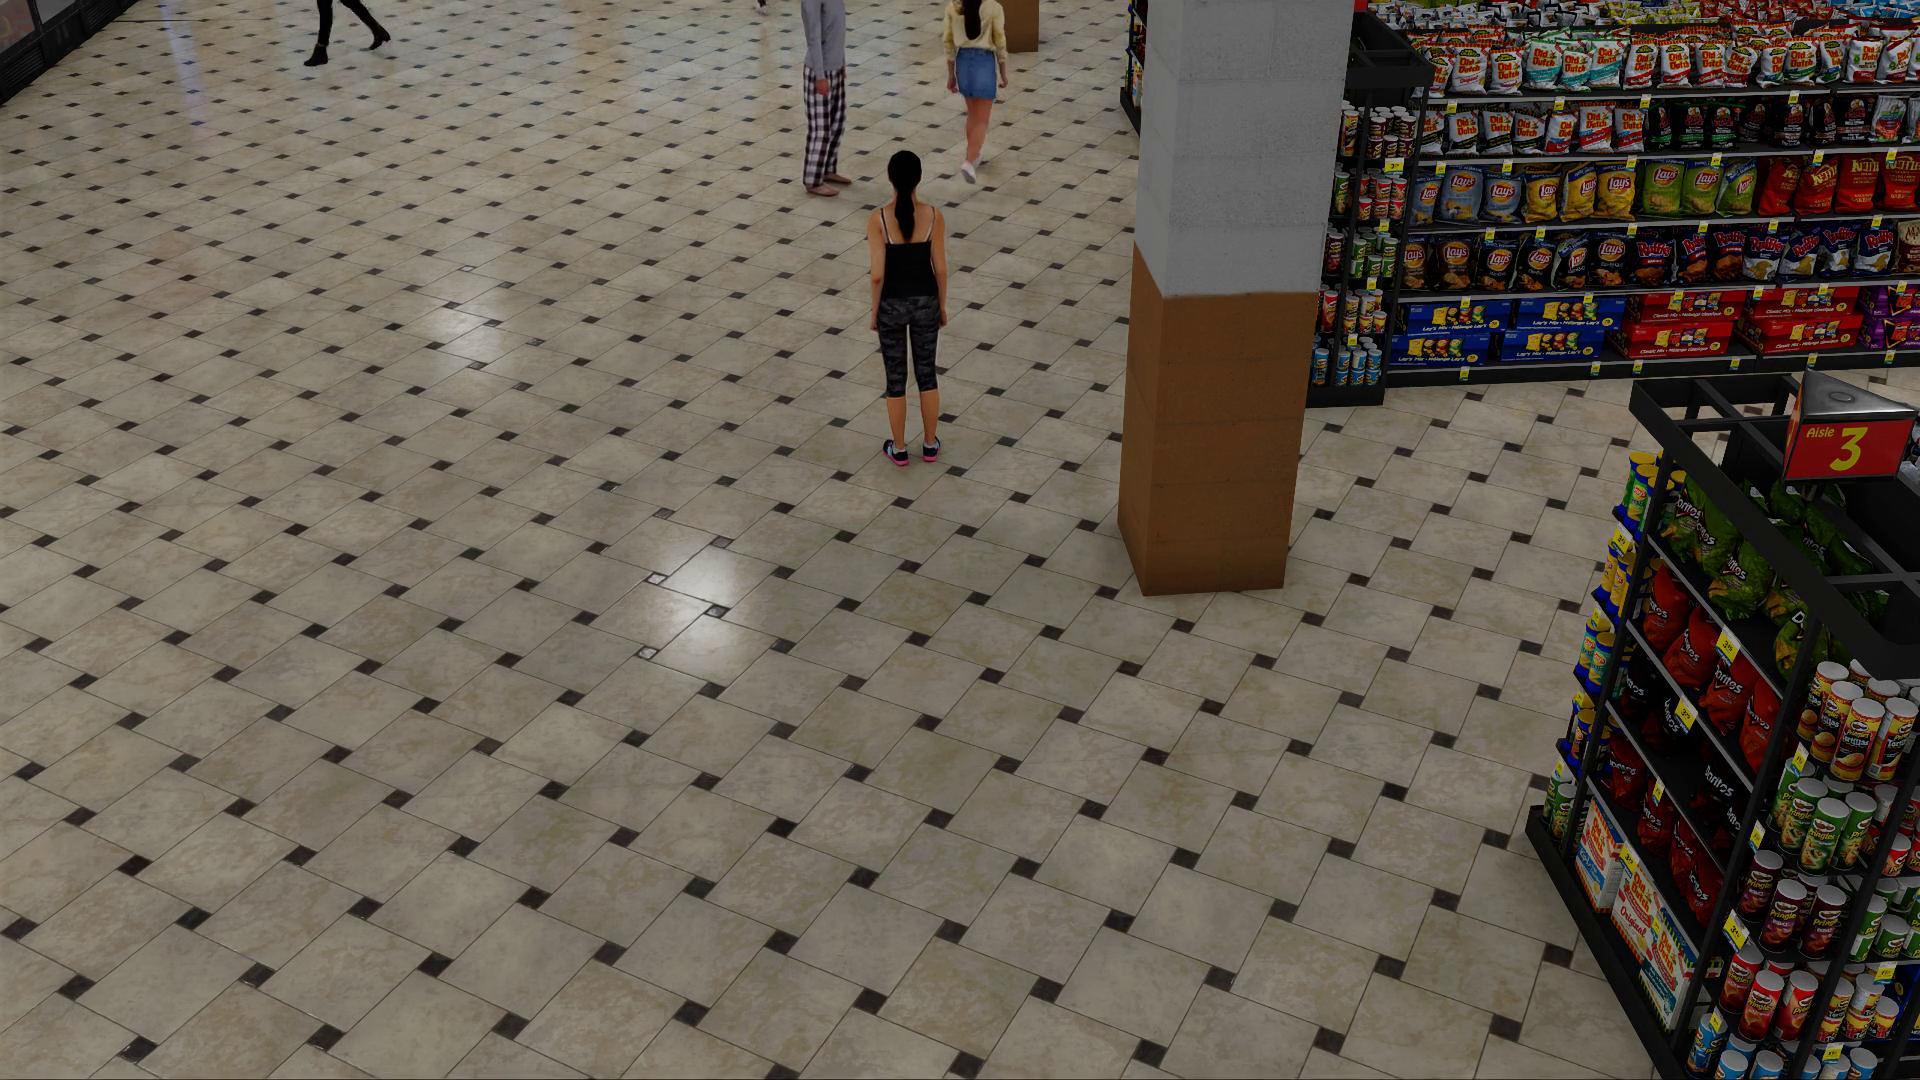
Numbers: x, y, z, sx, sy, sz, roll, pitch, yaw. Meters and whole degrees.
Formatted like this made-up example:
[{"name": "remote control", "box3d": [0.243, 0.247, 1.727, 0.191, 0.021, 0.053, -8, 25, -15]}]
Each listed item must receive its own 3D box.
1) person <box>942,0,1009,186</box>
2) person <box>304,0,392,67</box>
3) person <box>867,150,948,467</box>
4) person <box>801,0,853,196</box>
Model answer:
[{"name": "person", "box3d": [0.108, -3.488, 12.564, 1.124, 1.603, 0.983, 10, 33, 15]}, {"name": "person", "box3d": [-5.729, -5.282, 15.357, 1.145, 1.698, 1.219, 25, 40, 34]}, {"name": "person", "box3d": [-0.277, -1.207, 8.780, 0.500, 1.729, 0.655, -6, 32, -10]}, {"name": "person", "box3d": [-1.017, -3.515, 12.382, 0.710, 1.843, 0.725, 12, 34, 18]}]
